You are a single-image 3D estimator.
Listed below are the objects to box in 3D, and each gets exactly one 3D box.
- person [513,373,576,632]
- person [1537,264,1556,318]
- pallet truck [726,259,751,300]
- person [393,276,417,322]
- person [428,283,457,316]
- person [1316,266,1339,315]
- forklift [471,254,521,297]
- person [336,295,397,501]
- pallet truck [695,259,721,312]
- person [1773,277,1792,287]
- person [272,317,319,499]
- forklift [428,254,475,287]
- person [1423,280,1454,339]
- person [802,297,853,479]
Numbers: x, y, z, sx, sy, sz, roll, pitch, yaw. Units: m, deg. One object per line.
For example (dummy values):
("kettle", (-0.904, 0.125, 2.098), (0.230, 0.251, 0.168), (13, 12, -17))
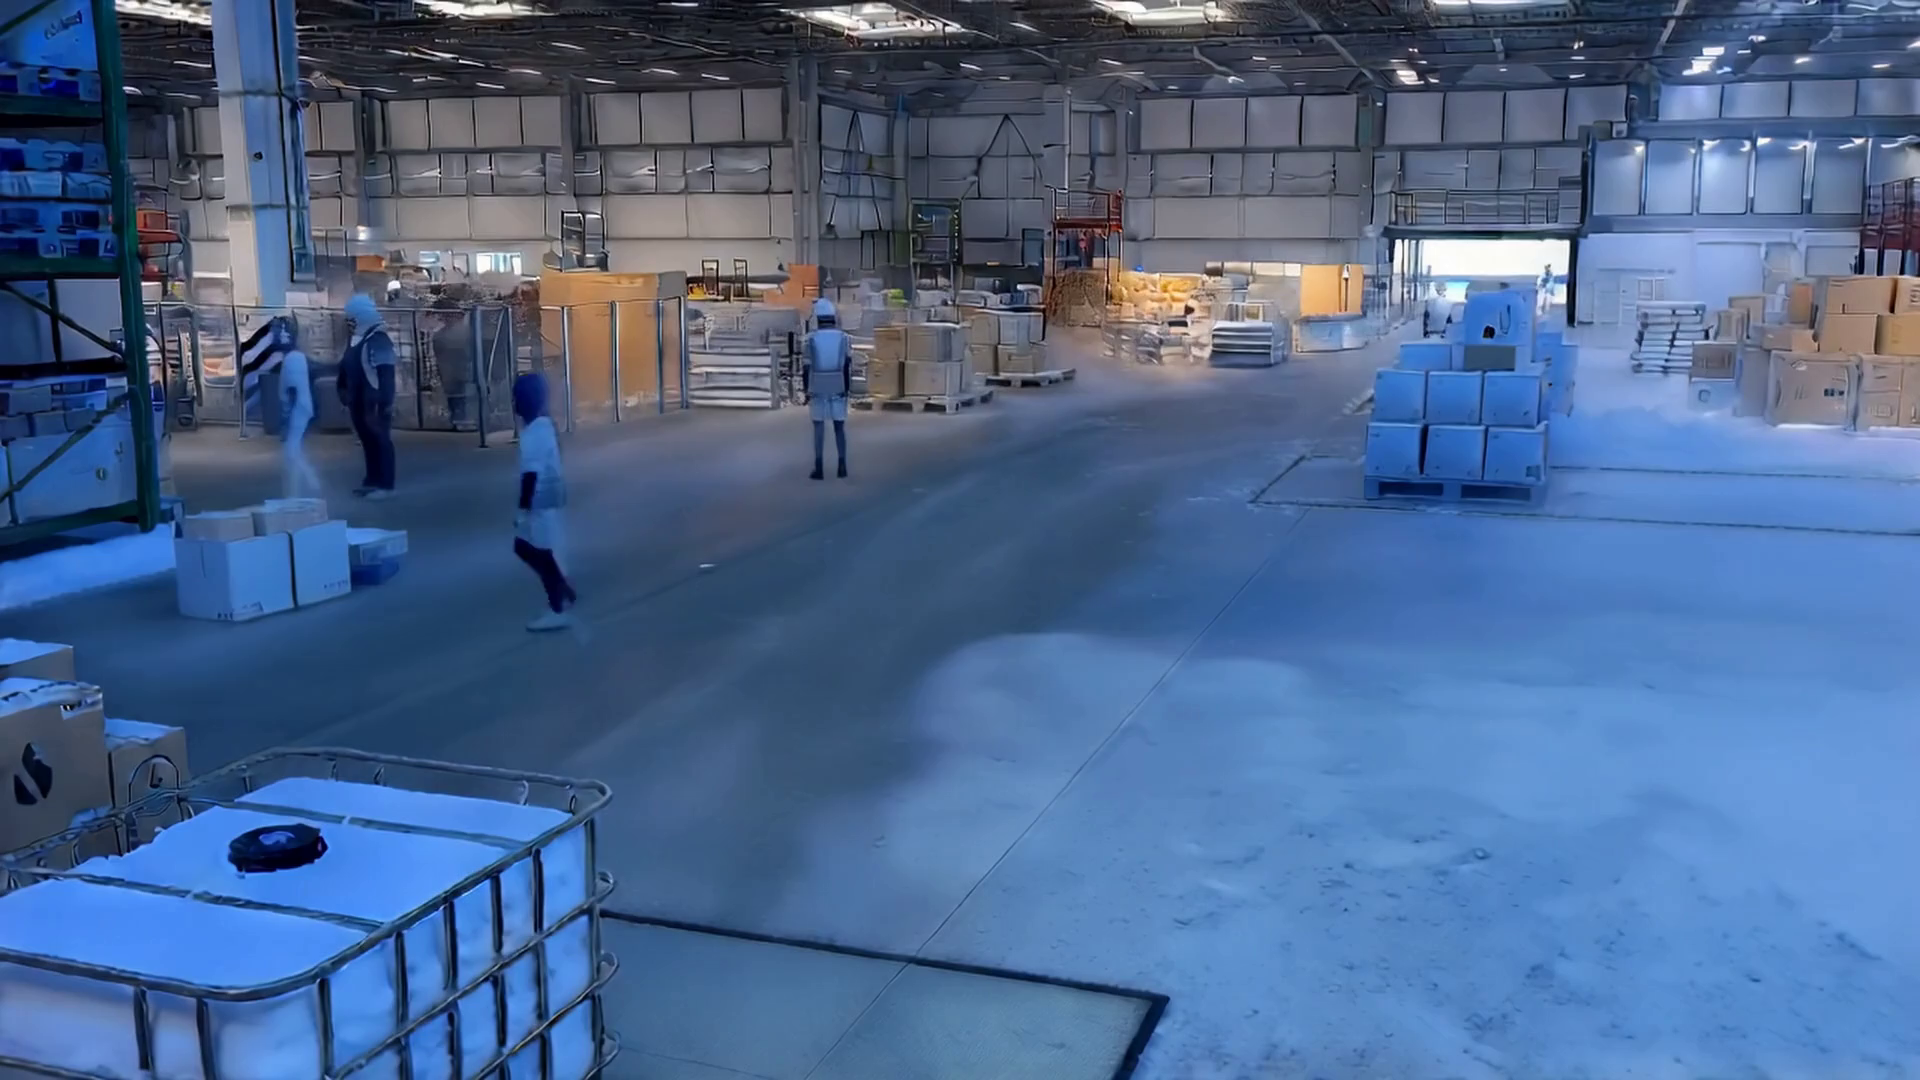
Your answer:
("person", (-2.736, -0.233, 10.759), (0.368, 1.685, 0.542), (-2, 10, -11))
("person", (20.000, -8.479, 56.739), (0.611, 1.839, 0.942), (4, 11, 20))
("pallet truck", (-7.986, -9.493, 62.019), (0.823, 1.965, 1.885), (3, 11, 17))
("person", (-13.174, -5.380, 39.507), (0.522, 1.769, 0.319), (-3, 11, -18))
("person", (-9.436, -3.739, 30.137), (0.628, 1.809, 0.613), (4, 11, 21))
("person", (9.780, -6.357, 44.393), (0.622, 2.002, 1.033), (9, 13, 40))
("forklift", (-17.990, -10.121, 64.684), (1.157, 1.987, 2.680), (3, 11, 17))
("person", (-5.831, -1.402, 16.333), (0.536, 2.000, 0.683), (-8, 13, -38))
("pallet truck", (-9.165, -9.627, 62.776), (0.823, 1.965, 1.885), (4, 11, 23))
("person", (13.149, -3.212, 26.656), (0.612, 1.994, 0.395), (-9, 14, -42))
("person", (-6.146, -1.122, 15.284), (0.382, 1.870, 0.542), (-3, 10, -16))
("forklift", (-20.133, -10.254, 65.465), (1.157, 1.987, 2.680), (3, 11, 19))
("person", (8.717, -3.800, 30.319), (0.510, 1.872, 0.328), (4, 11, 19))
("person", (-1.427, -1.624, 17.862), (0.551, 1.942, 0.345), (-3, 10, -15))
